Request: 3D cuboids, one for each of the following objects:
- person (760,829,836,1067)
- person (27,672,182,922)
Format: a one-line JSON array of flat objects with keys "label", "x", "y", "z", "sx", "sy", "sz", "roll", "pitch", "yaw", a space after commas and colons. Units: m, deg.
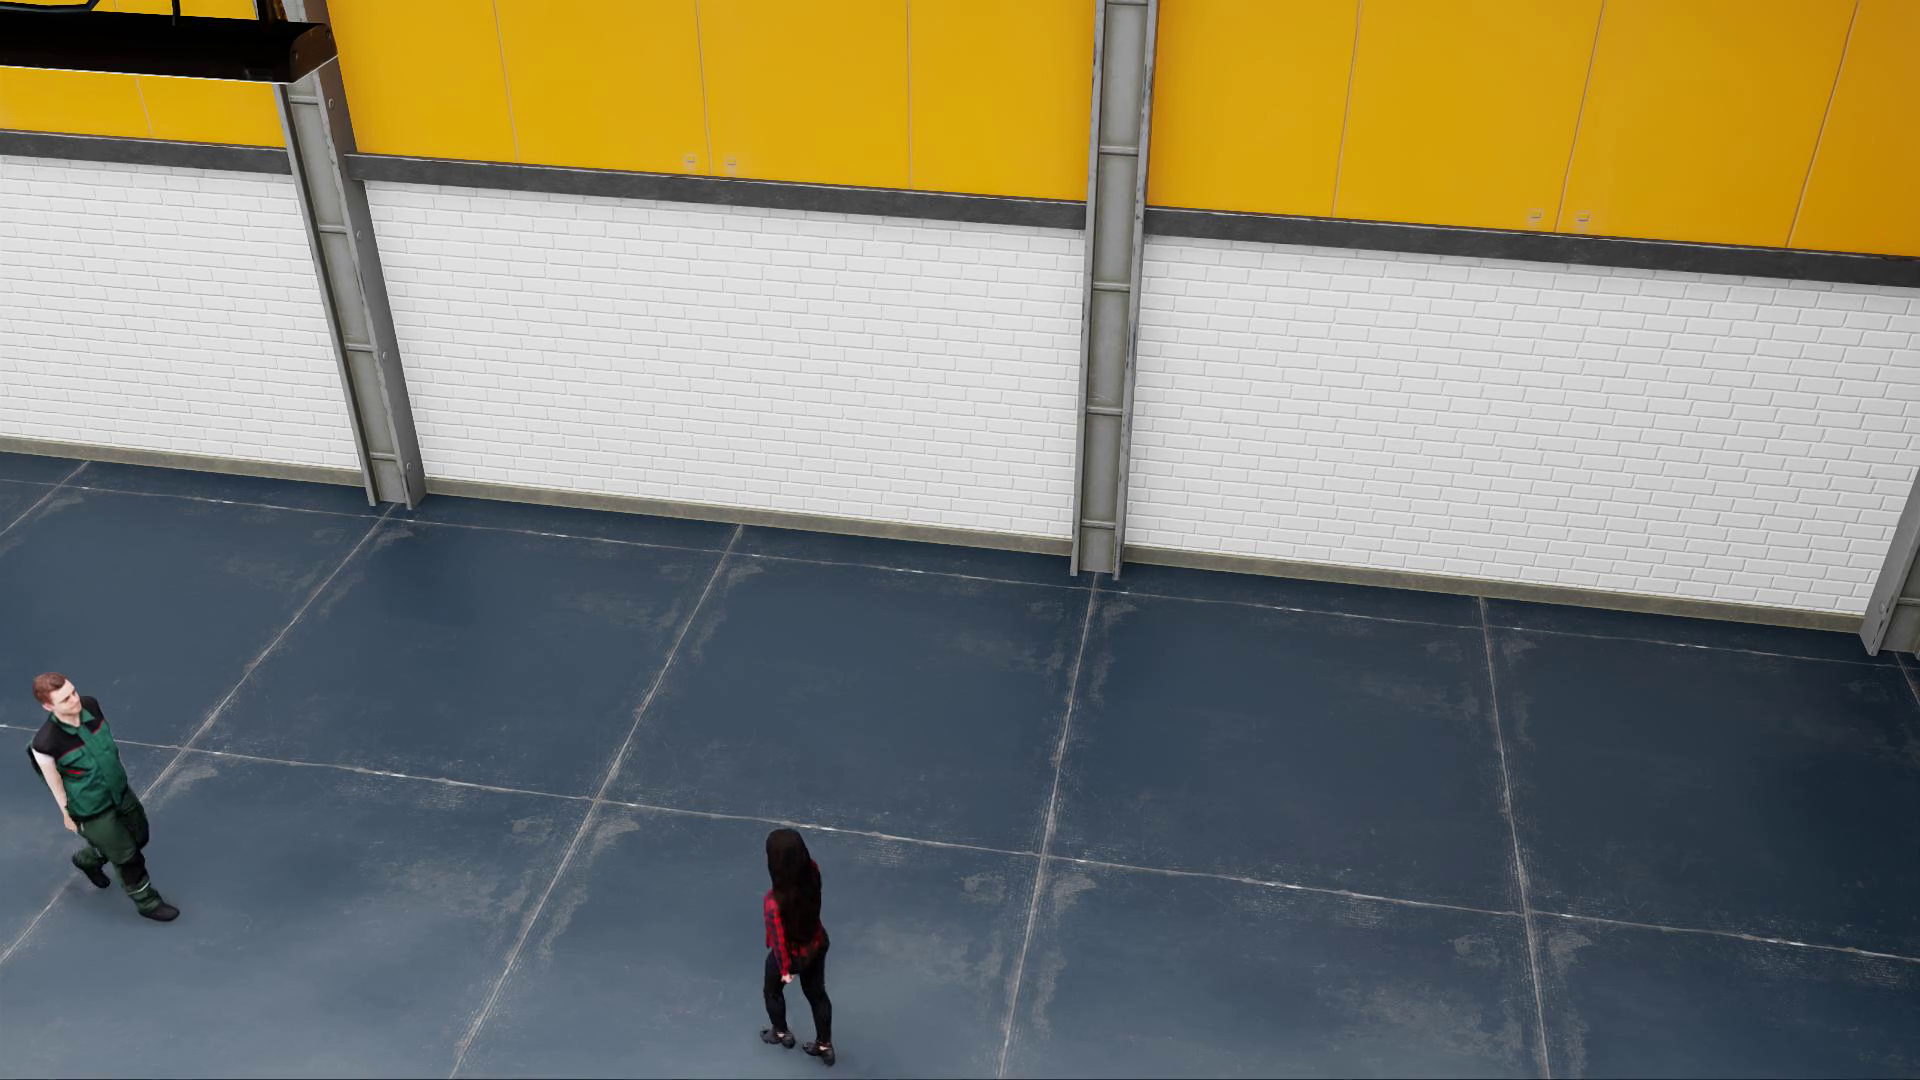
[{"label": "person", "x": -0.786, "y": 2.210, "z": 8.892, "sx": 0.806, "sy": 1.641, "sz": 0.730, "roll": 21, "pitch": 39, "yaw": 29}, {"label": "person", "x": -5.125, "y": 1.502, "z": 9.791, "sx": 0.988, "sy": 1.826, "sz": 0.698, "roll": 9, "pitch": 35, "yaw": 13}]
